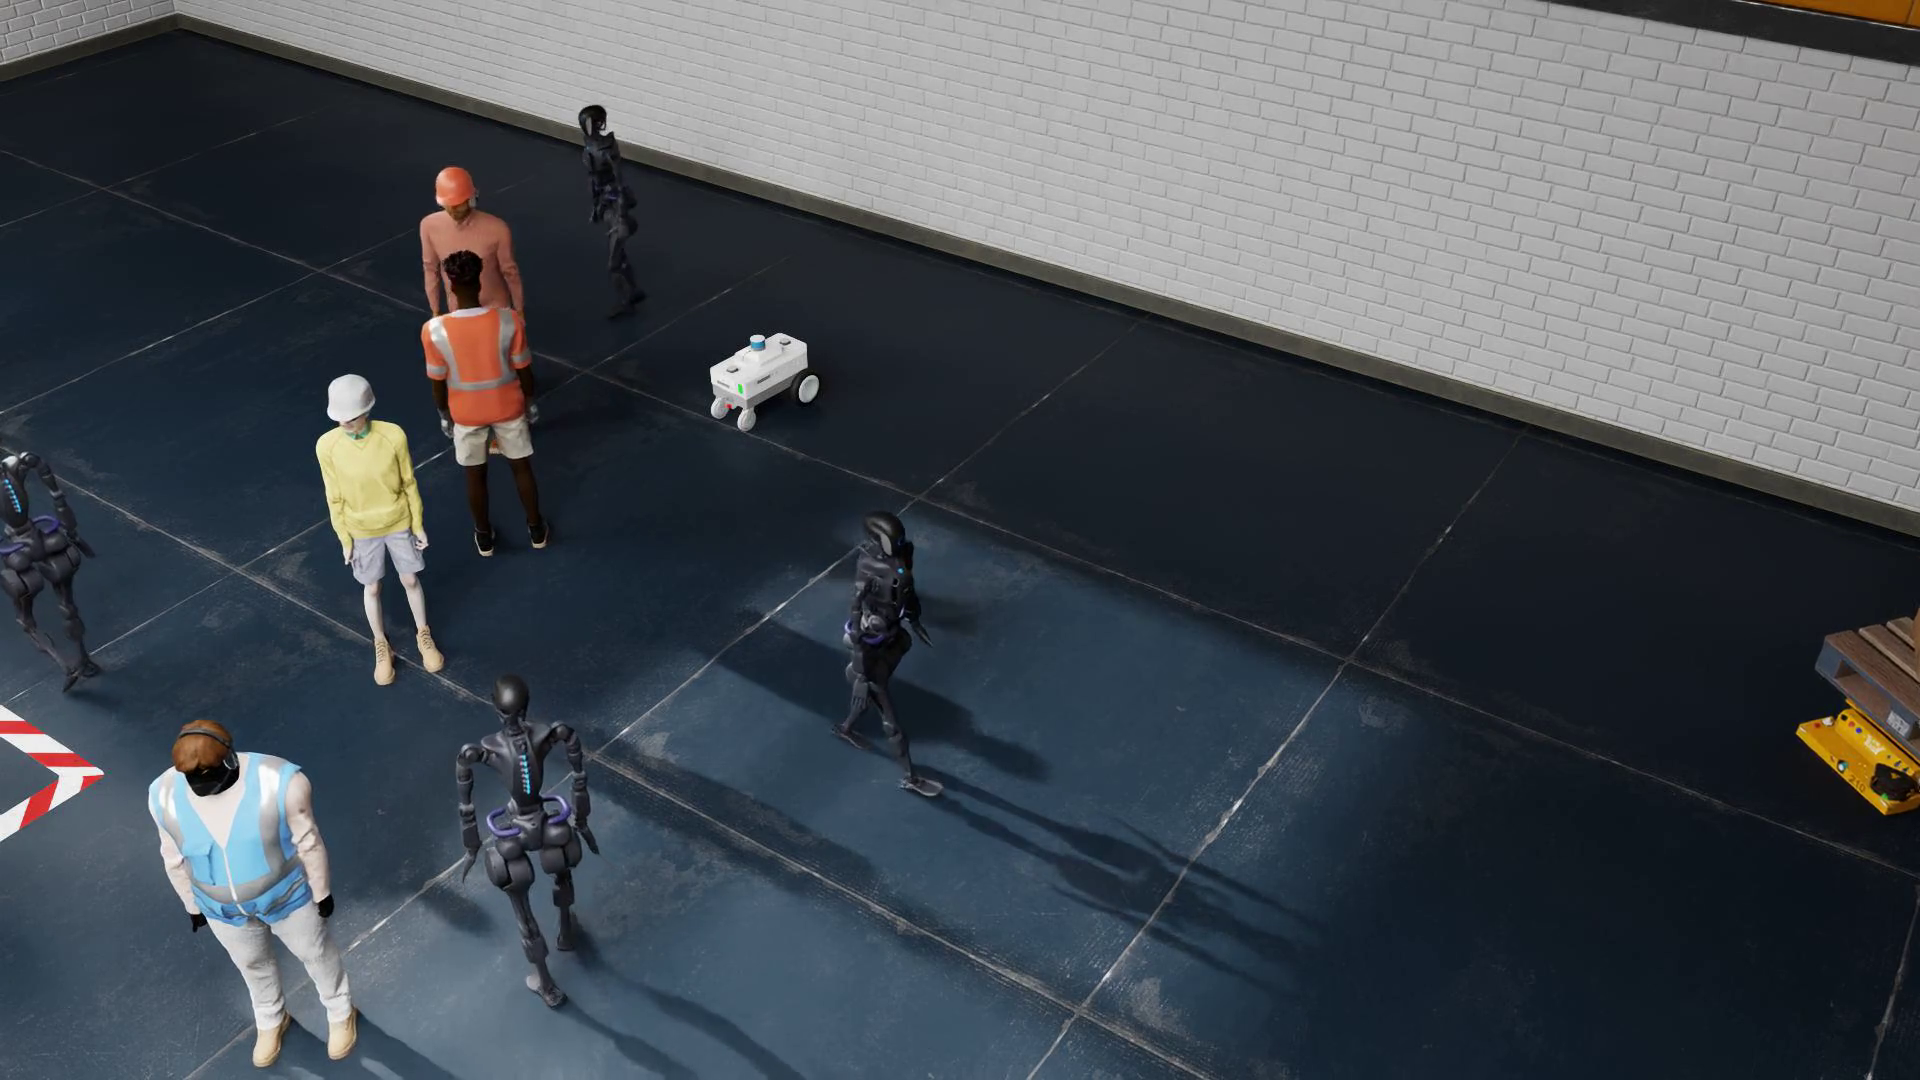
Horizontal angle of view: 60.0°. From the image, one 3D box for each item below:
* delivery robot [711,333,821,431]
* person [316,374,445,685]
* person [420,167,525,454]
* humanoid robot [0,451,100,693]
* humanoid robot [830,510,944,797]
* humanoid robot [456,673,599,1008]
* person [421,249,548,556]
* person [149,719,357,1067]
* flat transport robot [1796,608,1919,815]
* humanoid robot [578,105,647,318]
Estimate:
[{"bbox_3d":[-1.382,-1.154,11.680,0.499,0.614,0.803,25,42,32],"label":"delivery robot"},{"bbox_3d":[-3.122,-0.076,8.962,0.473,1.889,0.398,-13,37,-18],"label":"person"},{"bbox_3d":[-3.207,-1.625,11.111,0.642,1.959,0.838,2,35,3],"label":"person"},{"bbox_3d":[-4.932,0.099,8.891,0.424,1.641,0.606,22,40,28],"label":"humanoid robot"},{"bbox_3d":[-0.382,0.521,8.334,0.785,1.626,0.600,18,39,24],"label":"humanoid robot"},{"bbox_3d":[-1.879,1.284,7.201,0.601,1.641,0.540,-16,38,-22],"label":"humanoid robot"},{"bbox_3d":[-2.821,-0.803,9.946,0.604,1.953,0.401,-9,36,-13],"label":"person"},{"bbox_3d":[-2.888,1.455,6.822,0.621,1.838,0.429,-5,35,-7],"label":"person"},{"bbox_3d":[5.252,1.031,8.790,1.431,0.231,0.659,-10,36,-14],"label":"flat transport robot"},{"bbox_3d":[-2.631,-2.509,12.627,0.463,1.640,0.586,-23,41,-30],"label":"humanoid robot"}]
